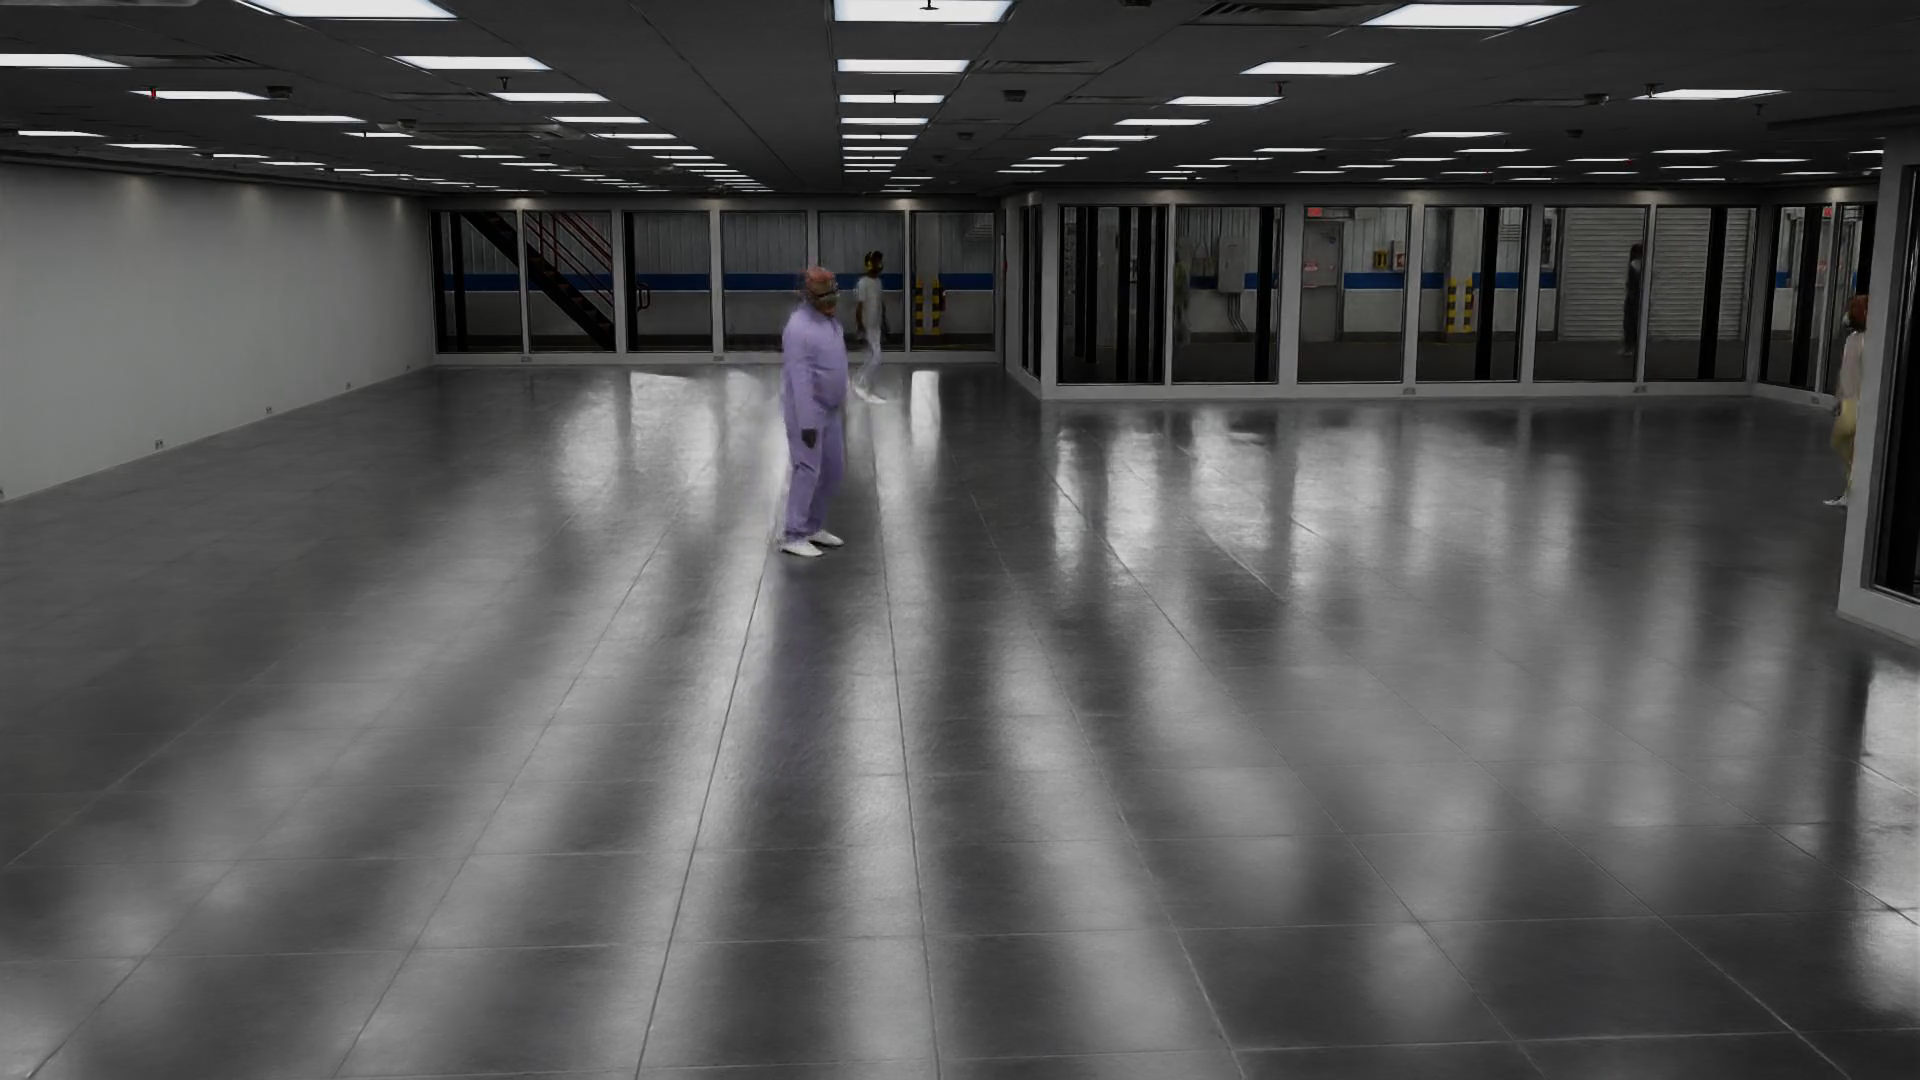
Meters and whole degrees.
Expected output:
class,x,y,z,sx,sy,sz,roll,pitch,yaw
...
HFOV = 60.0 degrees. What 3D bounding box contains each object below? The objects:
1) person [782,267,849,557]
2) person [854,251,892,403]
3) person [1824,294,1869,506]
class,x,y,z,sx,sy,sz,roll,pitch,yaw
person,-0.950,-0.807,10.649,0.501,1.867,0.667,4,11,19
person,-1.042,-2.570,20.219,0.418,1.855,0.527,4,11,22
person,6.723,-1.036,12.548,0.353,1.617,0.520,2,11,9
